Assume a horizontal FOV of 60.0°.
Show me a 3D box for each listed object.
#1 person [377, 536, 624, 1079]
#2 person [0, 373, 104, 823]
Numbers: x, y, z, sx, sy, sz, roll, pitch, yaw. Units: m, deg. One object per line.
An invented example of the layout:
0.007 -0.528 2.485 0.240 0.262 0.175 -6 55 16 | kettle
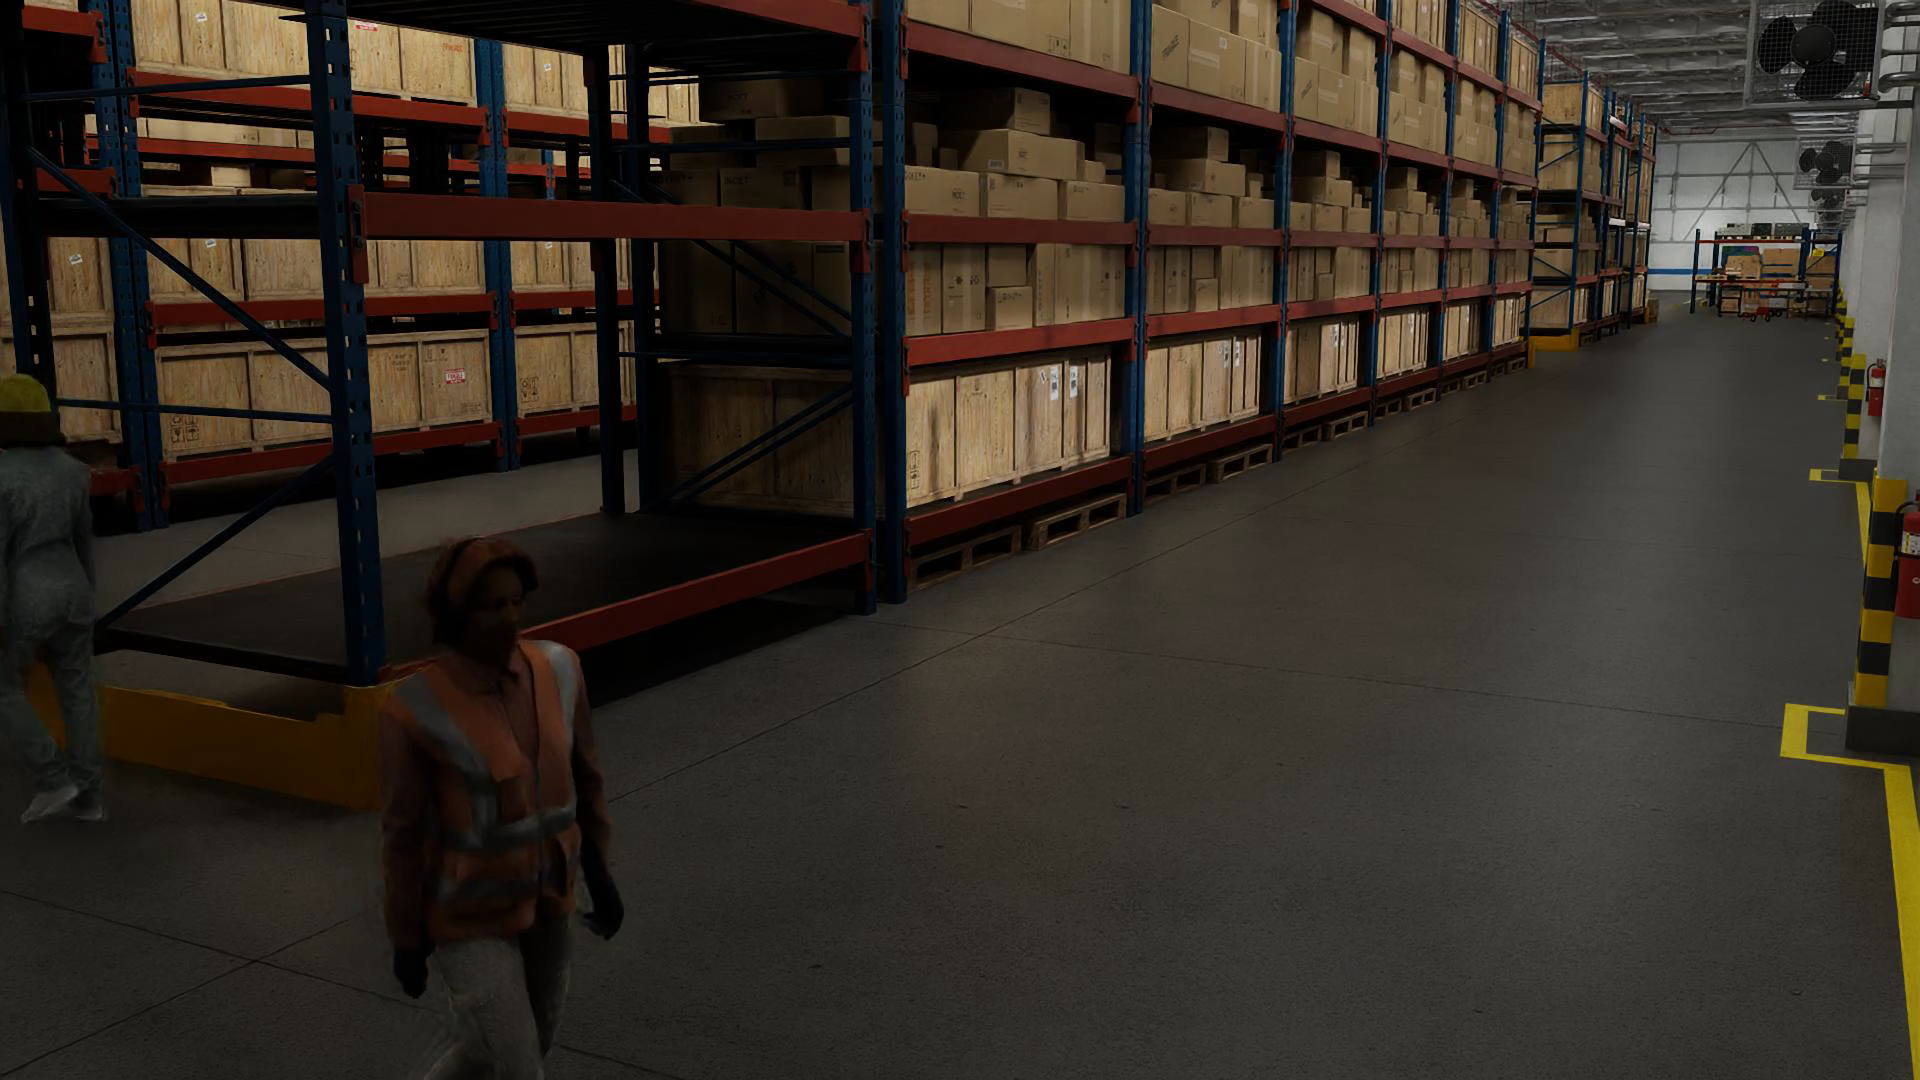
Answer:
-1.022 0.770 3.557 0.740 1.613 0.516 6 12 31 | person
-3.480 0.236 6.304 0.402 1.728 0.504 4 11 22 | person
